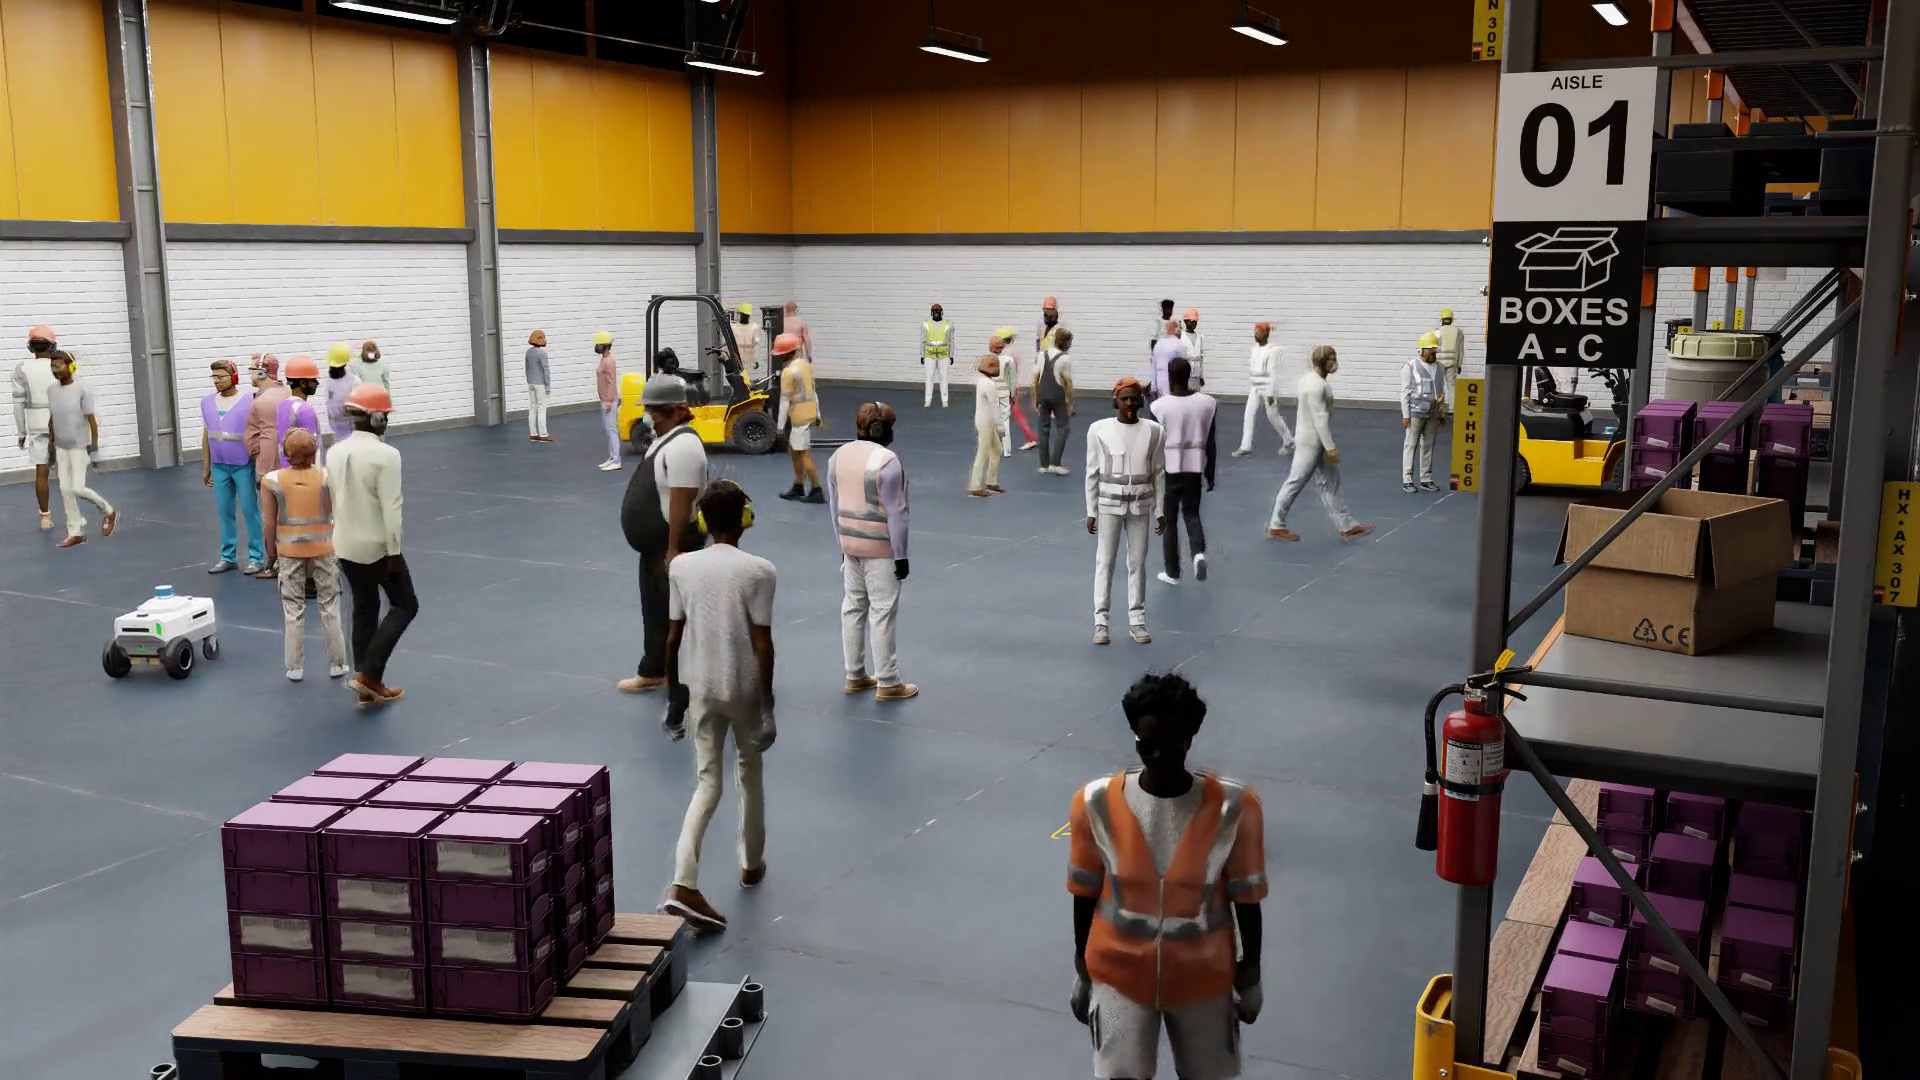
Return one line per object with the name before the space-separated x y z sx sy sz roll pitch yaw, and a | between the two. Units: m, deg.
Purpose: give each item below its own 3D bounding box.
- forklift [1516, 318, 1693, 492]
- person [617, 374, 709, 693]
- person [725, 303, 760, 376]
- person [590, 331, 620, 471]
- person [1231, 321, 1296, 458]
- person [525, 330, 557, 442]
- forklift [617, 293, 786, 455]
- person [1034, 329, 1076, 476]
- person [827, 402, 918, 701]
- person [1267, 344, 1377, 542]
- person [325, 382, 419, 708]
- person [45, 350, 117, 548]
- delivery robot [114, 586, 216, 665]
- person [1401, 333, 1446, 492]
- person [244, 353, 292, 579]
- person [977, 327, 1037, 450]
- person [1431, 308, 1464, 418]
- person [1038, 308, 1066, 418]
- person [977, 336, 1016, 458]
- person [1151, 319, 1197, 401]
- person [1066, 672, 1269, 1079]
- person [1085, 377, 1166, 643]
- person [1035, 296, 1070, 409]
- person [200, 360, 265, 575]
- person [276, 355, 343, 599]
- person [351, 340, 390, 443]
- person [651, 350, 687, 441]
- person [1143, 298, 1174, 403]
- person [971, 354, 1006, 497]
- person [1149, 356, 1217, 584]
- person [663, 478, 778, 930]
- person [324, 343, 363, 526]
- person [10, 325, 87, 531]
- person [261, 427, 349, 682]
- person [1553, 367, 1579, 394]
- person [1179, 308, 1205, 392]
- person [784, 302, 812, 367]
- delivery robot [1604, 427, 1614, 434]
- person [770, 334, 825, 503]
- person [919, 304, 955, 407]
forklift | 7.066 -1.601 18.899 2.313 2.155 1.214 5 11 27
person | -1.709 -0.048 10.352 0.808 2.000 0.677 -4 10 -21
person | -3.822 -3.213 29.181 0.593 1.875 0.933 -4 11 -23
person | -4.485 -1.755 21.062 0.346 1.761 0.551 -4 10 -20
person | 4.145 -2.031 22.427 0.997 1.838 0.579 -5 11 -28
person | -6.143 -2.248 24.264 0.501 1.633 0.285 9 13 41
forklift | -3.588 -2.317 23.042 2.313 2.155 1.214 -1 10 -5
person | 1.148 -1.689 20.551 0.619 1.809 0.408 6 12 33
person | -0.526 0.068 10.275 0.430 1.839 0.619 -9 13 -43
person | 3.421 -0.898 15.737 1.027 1.885 0.638 4 10 21
person | -3.529 0.041 10.020 0.637 1.971 0.435 5 11 28
person | -8.317 -0.866 15.631 0.524 1.855 0.538 3 10 17
delivery robot | -5.226 0.544 10.950 0.477 0.478 0.707 1 10 5
person | 5.354 -1.467 19.164 0.588 1.835 0.403 -4 10 -21
person | -5.840 -0.629 14.101 0.406 1.911 0.637 -1 10 -7
person | 0.690 -2.117 23.291 0.931 1.717 0.527 3 10 19
person | 8.087 -2.946 27.733 0.600 1.829 0.404 0 10 -2
person | 1.513 -2.940 27.726 0.489 1.830 0.629 -6 11 -30
person | 0.486 -1.911 22.297 0.522 1.638 0.311 0 10 -3
person | 2.888 -2.099 22.783 1.005 1.859 0.654 -5 11 -25
person | 0.561 1.143 4.532 0.540 1.676 0.678 2 10 9
person | 1.166 -0.205 11.721 0.573 1.883 0.355 -1 10 -5
person | 1.655 -3.327 29.502 0.657 1.999 0.958 5 11 28
person | -6.210 -0.624 14.249 0.575 1.843 0.375 2 10 10
person | -5.209 -0.501 13.274 0.365 1.935 0.552 -9 14 -43
person | -7.797 -1.848 22.007 0.507 1.606 0.698 -5 11 -29
person | -3.229 -1.262 18.416 0.537 1.684 0.383 -9 13 -41
person | 3.569 -3.315 29.528 0.621 1.945 0.580 -7 12 -34
person | 0.369 -1.278 18.730 0.571 1.613 0.505 -1 10 -8
person | 1.834 -0.561 13.725 0.611 1.901 0.494 -2 10 -14
person | -1.012 0.663 6.907 0.524 1.824 0.890 2 10 12
person | -6.042 -1.008 16.371 0.624 1.879 0.499 8 12 38
person | -9.018 -1.098 16.488 0.626 2.039 0.481 -3 10 -19
person | -4.186 0.095 10.673 0.521 1.645 0.307 -3 10 -19
person | 9.104 -2.496 24.911 0.409 1.907 0.651 -1 10 -5
person | 3.384 -2.453 24.561 0.545 1.942 0.351 -5 11 -27
person | -3.032 -3.400 30.304 0.680 1.849 1.018 3 10 15
delivery robot | 8.144 -1.173 20.892 0.707 0.478 0.477 -6 11 -29
person | -1.802 -1.320 18.181 0.656 1.874 0.628 2 10 14
person | -0.412 -3.278 29.627 0.633 1.843 0.429 0 10 0
